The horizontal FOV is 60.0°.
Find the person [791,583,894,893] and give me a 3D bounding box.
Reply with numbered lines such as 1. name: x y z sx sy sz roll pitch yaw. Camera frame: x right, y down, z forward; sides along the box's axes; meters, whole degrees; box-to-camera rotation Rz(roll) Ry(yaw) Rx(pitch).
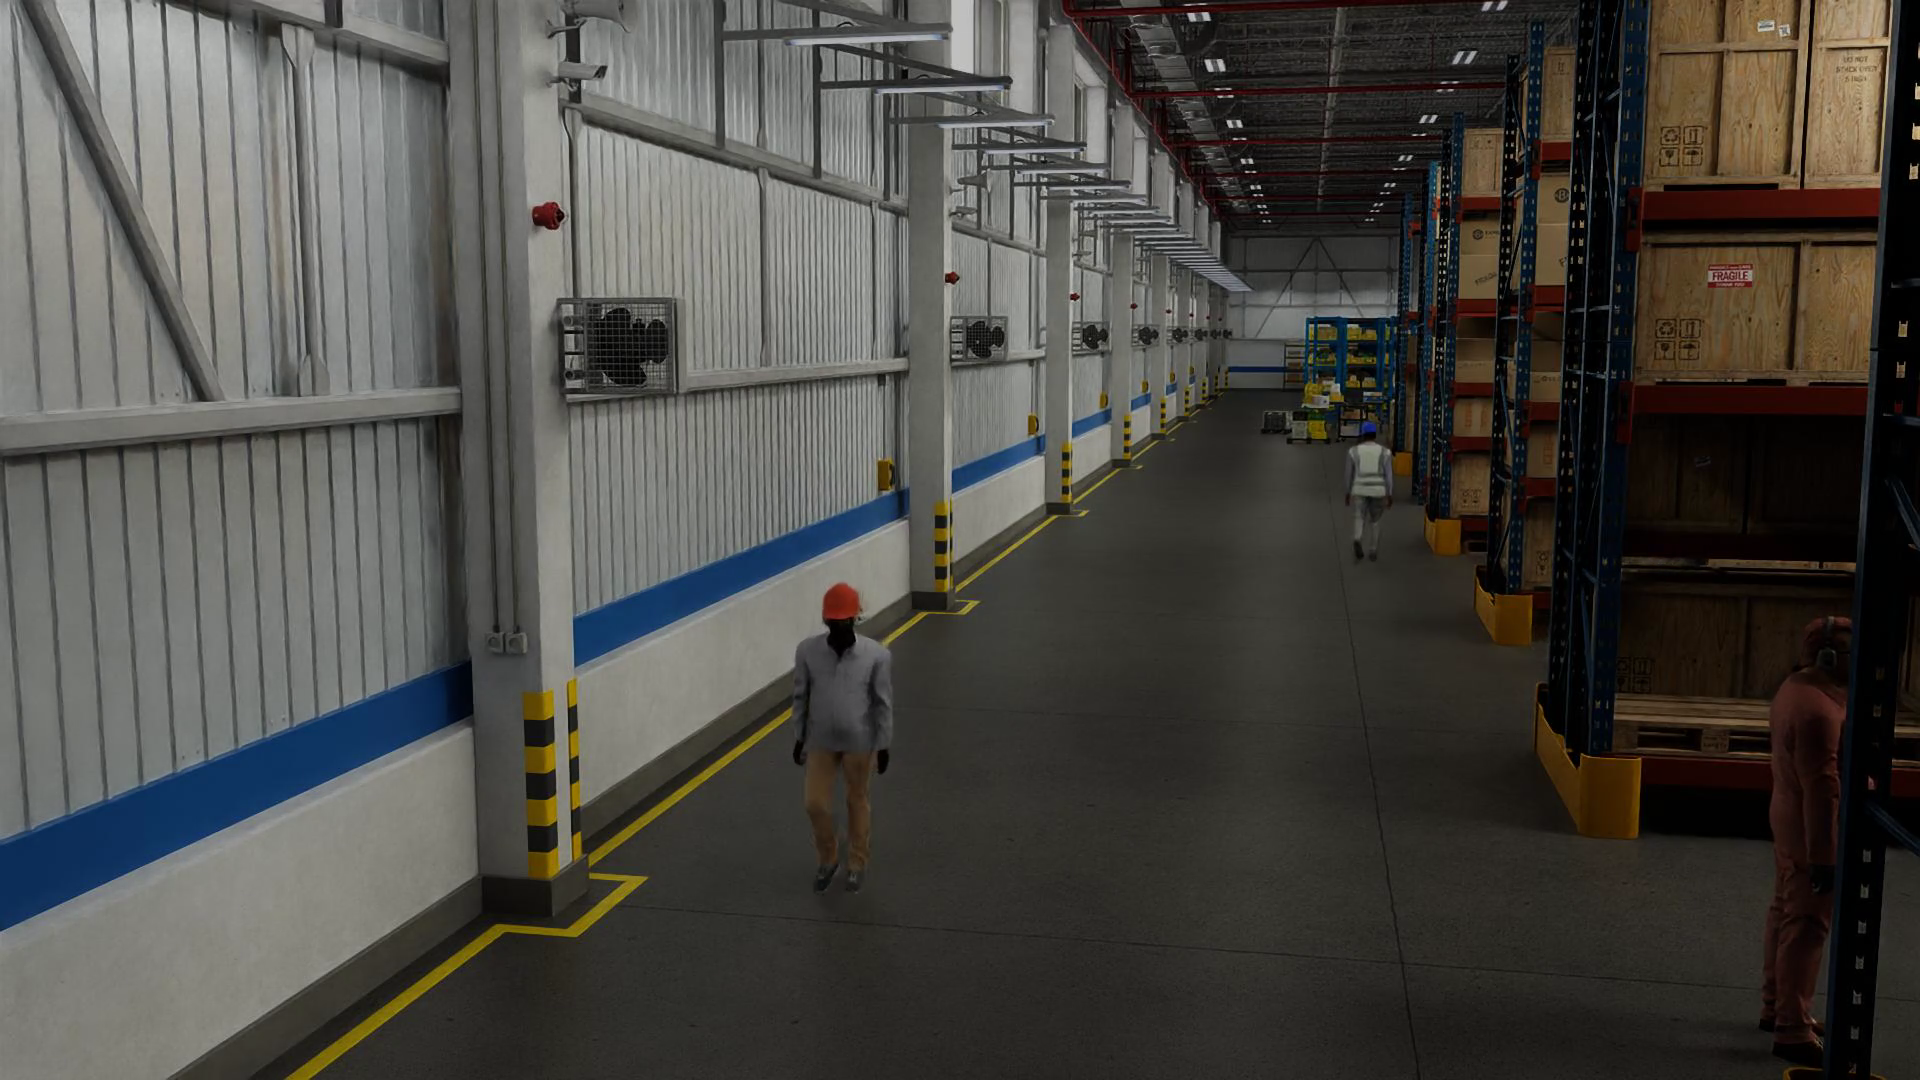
1. person: -0.656 1.095 9.157 0.597 1.733 0.479 1 7 9

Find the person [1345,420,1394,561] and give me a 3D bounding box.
1. person: 5.529 -0.660 22.468 0.646 1.926 0.570 2 7 15

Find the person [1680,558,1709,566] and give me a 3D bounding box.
1. person: 6.426 0.429 14.568 0.469 1.707 0.497 3 8 24

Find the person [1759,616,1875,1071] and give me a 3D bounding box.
1. person: 3.674 1.266 7.117 0.404 1.906 0.651 2 7 18
